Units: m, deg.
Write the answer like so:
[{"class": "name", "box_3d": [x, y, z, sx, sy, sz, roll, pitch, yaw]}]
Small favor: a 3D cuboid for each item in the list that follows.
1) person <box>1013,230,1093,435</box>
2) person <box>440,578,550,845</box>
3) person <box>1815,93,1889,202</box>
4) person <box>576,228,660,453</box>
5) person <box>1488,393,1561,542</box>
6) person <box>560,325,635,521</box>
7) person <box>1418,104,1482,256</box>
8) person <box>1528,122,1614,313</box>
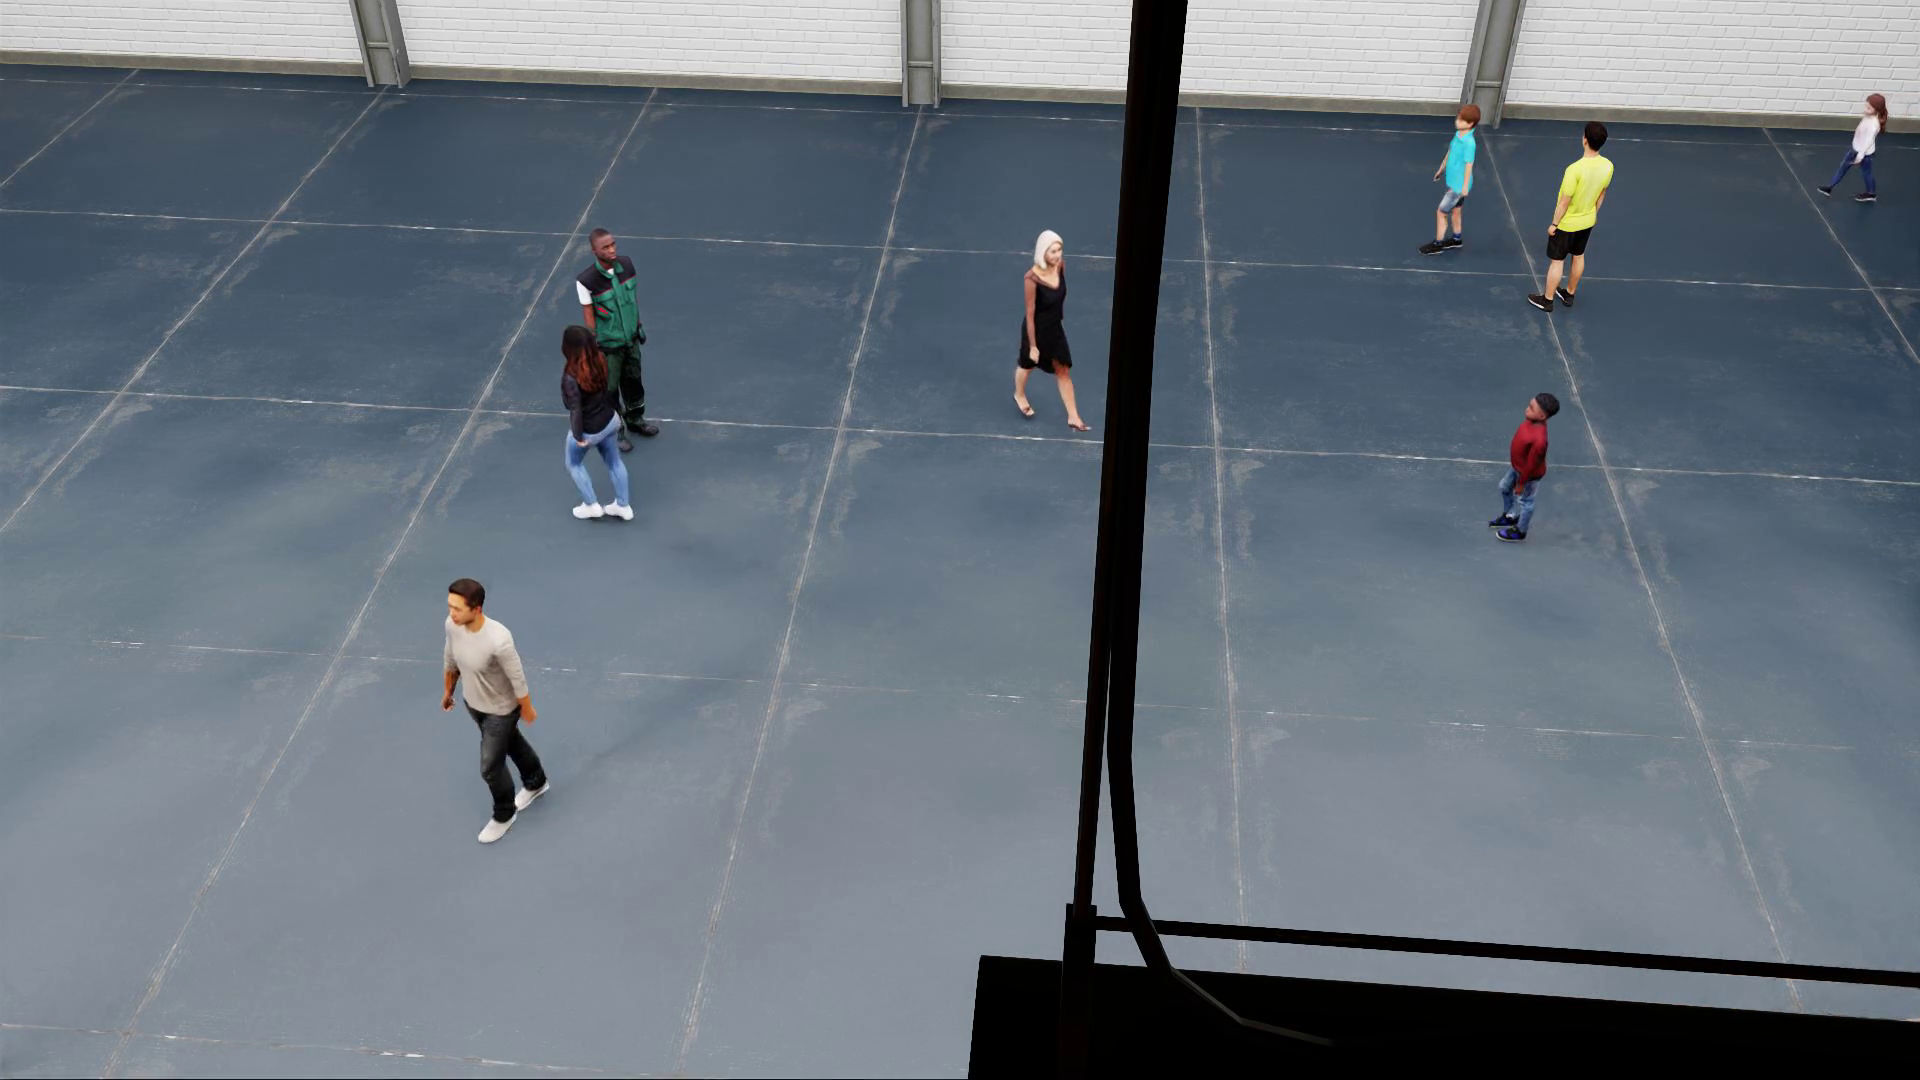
[{"class": "person", "box_3d": [0.582, -1.639, 12.909, 1.055, 1.700, 1.120, -28, 47, -31]}, {"class": "person", "box_3d": [-2.645, 0.888, 9.669, 0.906, 1.794, 0.950, 27, 46, 30]}, {"class": "person", "box_3d": [8.800, -3.781, 16.084, 0.785, 1.085, 0.469, 5, 39, 7]}, {"class": "person", "box_3d": [-2.629, -1.544, 12.678, 0.799, 1.840, 0.785, 25, 45, 28]}, {"class": "person", "box_3d": [4.111, -0.514, 11.862, 0.489, 1.248, 0.517, 5, 39, 6]}, {"class": "person", "box_3d": [-2.562, -0.805, 11.927, 0.789, 1.622, 0.753, 21, 43, 24]}, {"class": "person", "box_3d": [4.624, -3.302, 15.203, 0.685, 1.435, 0.551, 1, 39, 1]}, {"class": "person", "box_3d": [5.309, -2.783, 14.335, 0.620, 1.708, 0.761, -13, 41, -16]}]
